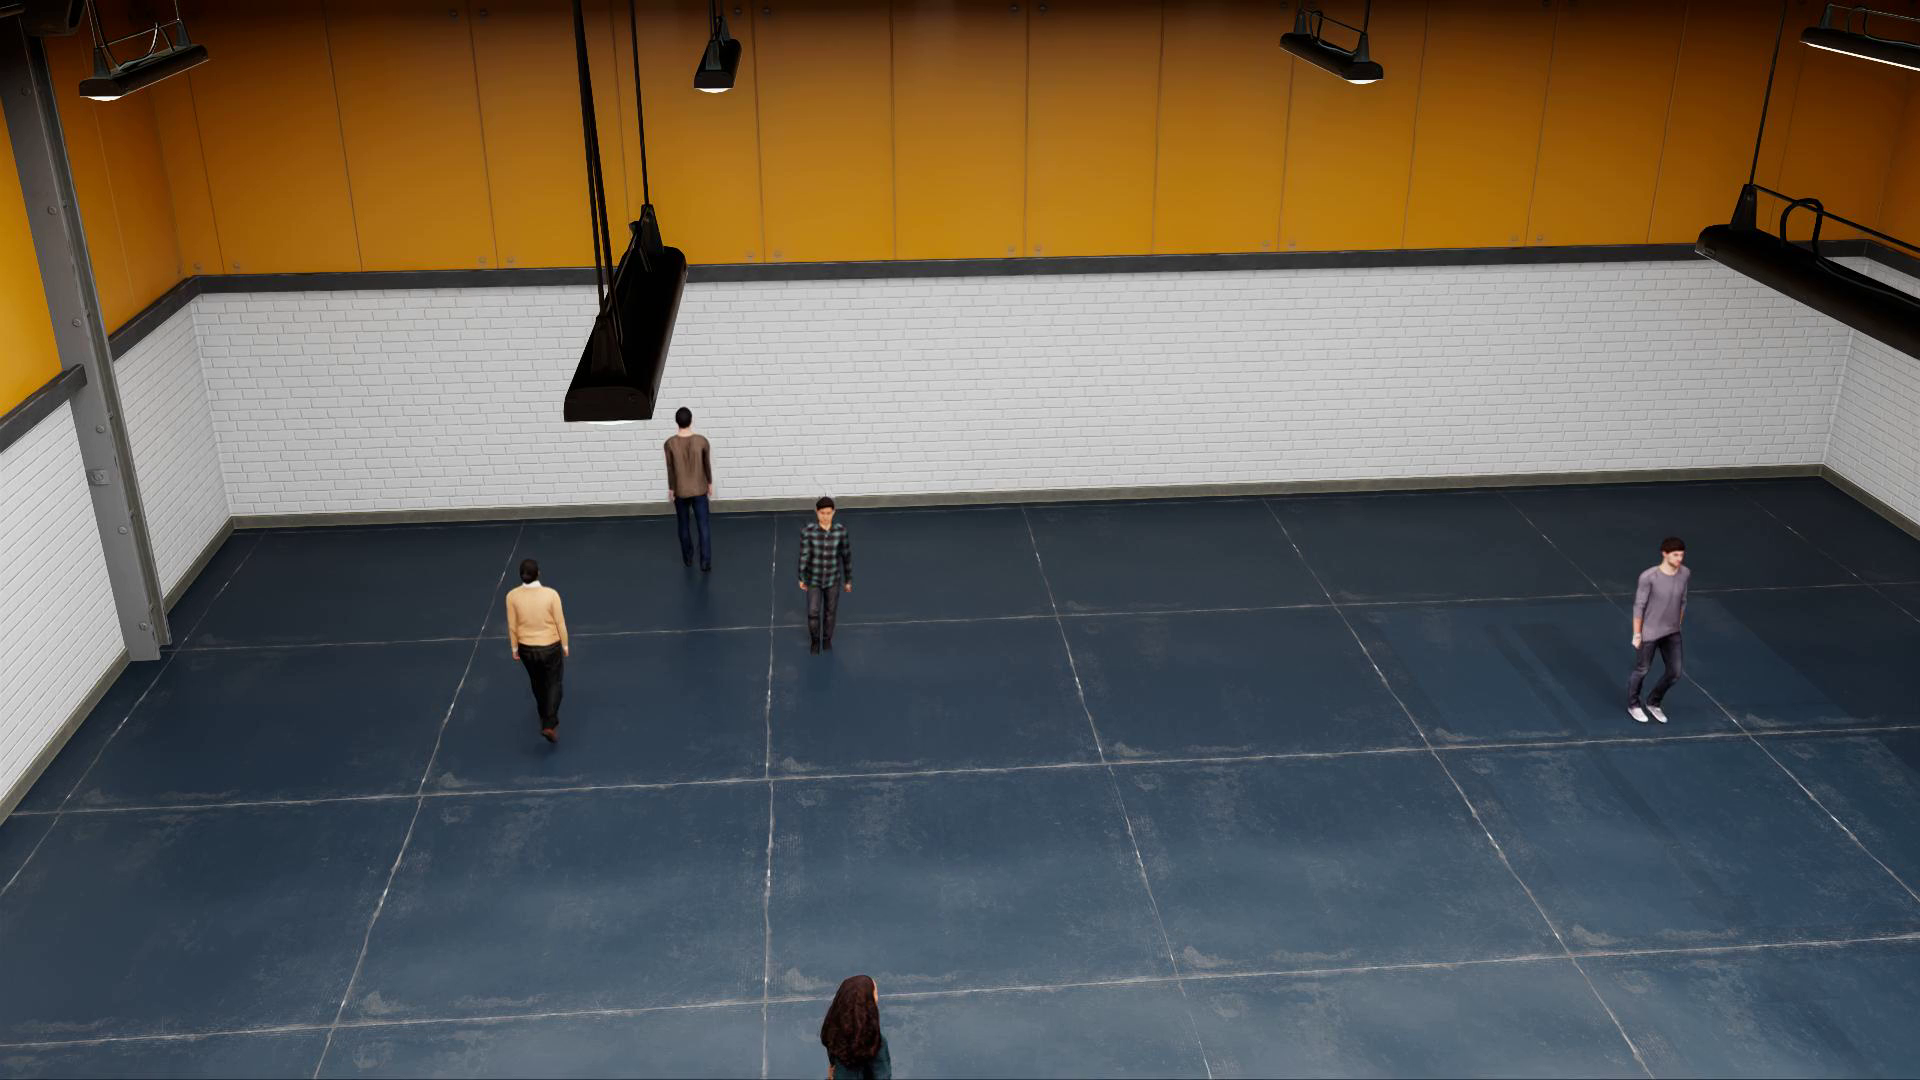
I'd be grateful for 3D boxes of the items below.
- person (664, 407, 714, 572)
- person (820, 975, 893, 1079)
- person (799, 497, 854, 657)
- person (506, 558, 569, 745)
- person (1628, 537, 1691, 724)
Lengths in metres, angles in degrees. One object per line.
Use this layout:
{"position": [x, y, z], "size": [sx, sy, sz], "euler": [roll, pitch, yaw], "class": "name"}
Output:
{"position": [-2.965, -0.558, 18.317], "size": [0.669, 1.898, 0.826], "euler": [-3, 24, -7], "class": "person"}
{"position": [-0.651, 3.331, 9.823], "size": [1.062, 1.576, 1.118], "euler": [-19, 30, -37], "class": "person"}
{"position": [-1.384, 0.332, 16.673], "size": [0.725, 1.706, 0.612], "euler": [-4, 24, -10], "class": "person"}
{"position": [-3.783, 1.007, 14.948], "size": [0.725, 1.730, 1.099], "euler": [0, 24, 0], "class": "person"}
{"position": [6.378, 0.790, 15.306], "size": [0.728, 1.841, 0.651], "euler": [-4, 24, -9], "class": "person"}
